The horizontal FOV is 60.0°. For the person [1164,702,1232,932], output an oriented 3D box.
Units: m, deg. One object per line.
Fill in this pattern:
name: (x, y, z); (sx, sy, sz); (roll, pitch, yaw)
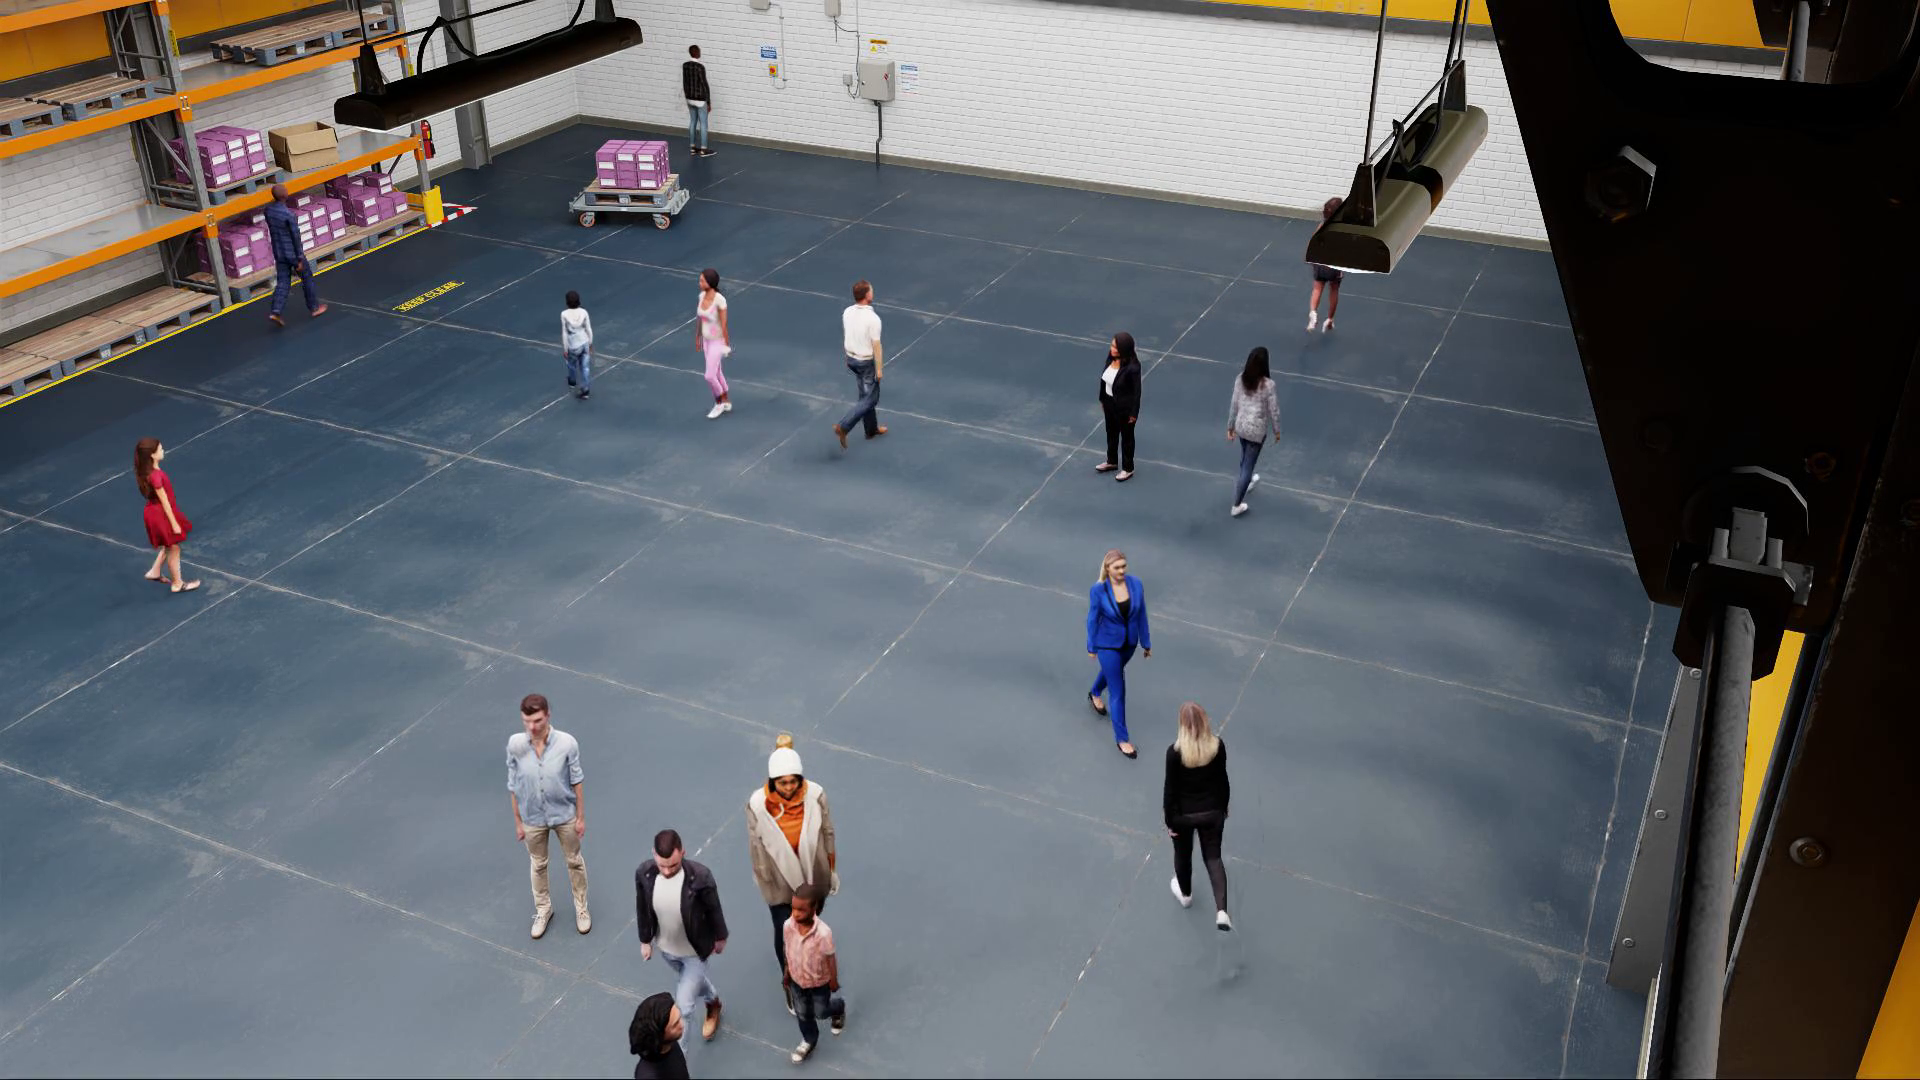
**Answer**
person: (1.591, 1.902, 11.107); (0.985, 1.660, 1.098); (-4, 29, -8)

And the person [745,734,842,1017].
person: (-1.059, 2.025, 10.654); (1.082, 1.878, 1.151); (-8, 30, -15)

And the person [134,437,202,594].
person: (-7.304, -0.191, 15.067); (0.836, 1.542, 0.732); (-19, 34, -31)

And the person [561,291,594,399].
person: (-4.393, -2.228, 19.118); (0.789, 1.238, 0.840); (-11, 31, -19)

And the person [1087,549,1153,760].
person: (1.194, 0.794, 13.136); (1.143, 1.662, 1.149); (-12, 31, -21)

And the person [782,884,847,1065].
person: (-0.885, 2.608, 10.191); (0.503, 1.297, 0.679); (14, 31, 23)

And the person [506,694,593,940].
person: (-2.731, 1.814, 11.073); (0.733, 1.848, 0.743); (-4, 29, -7)

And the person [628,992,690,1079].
person: (-1.537, 3.094, 8.738); (0.772, 1.836, 0.650); (-2, 29, -4)

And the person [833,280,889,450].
person: (-1.107, -1.857, 17.816); (0.898, 1.834, 1.159); (25, 37, 37)

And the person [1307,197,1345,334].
person: (4.533, -3.339, 20.602); (0.555, 1.769, 0.910); (13, 31, 22)

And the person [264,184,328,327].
person: (-8.549, -3.582, 21.024); (0.768, 1.792, 1.168); (8, 30, 14)

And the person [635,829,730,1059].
person: (-1.644, 2.388, 10.084); (0.756, 1.786, 1.143); (8, 30, 14)

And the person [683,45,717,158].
person: (-4.433, -7.401, 27.997); (0.704, 1.818, 0.589); (18, 33, 29)

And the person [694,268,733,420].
person: (-2.673, -2.209, 18.574); (0.742, 1.727, 0.698); (-25, 37, -38)

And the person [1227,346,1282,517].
person: (2.838, -1.049, 16.473); (0.817, 1.702, 1.078); (24, 36, 36)

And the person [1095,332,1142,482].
person: (1.668, -1.400, 17.208); (0.769, 1.615, 0.757); (-22, 35, -34)
